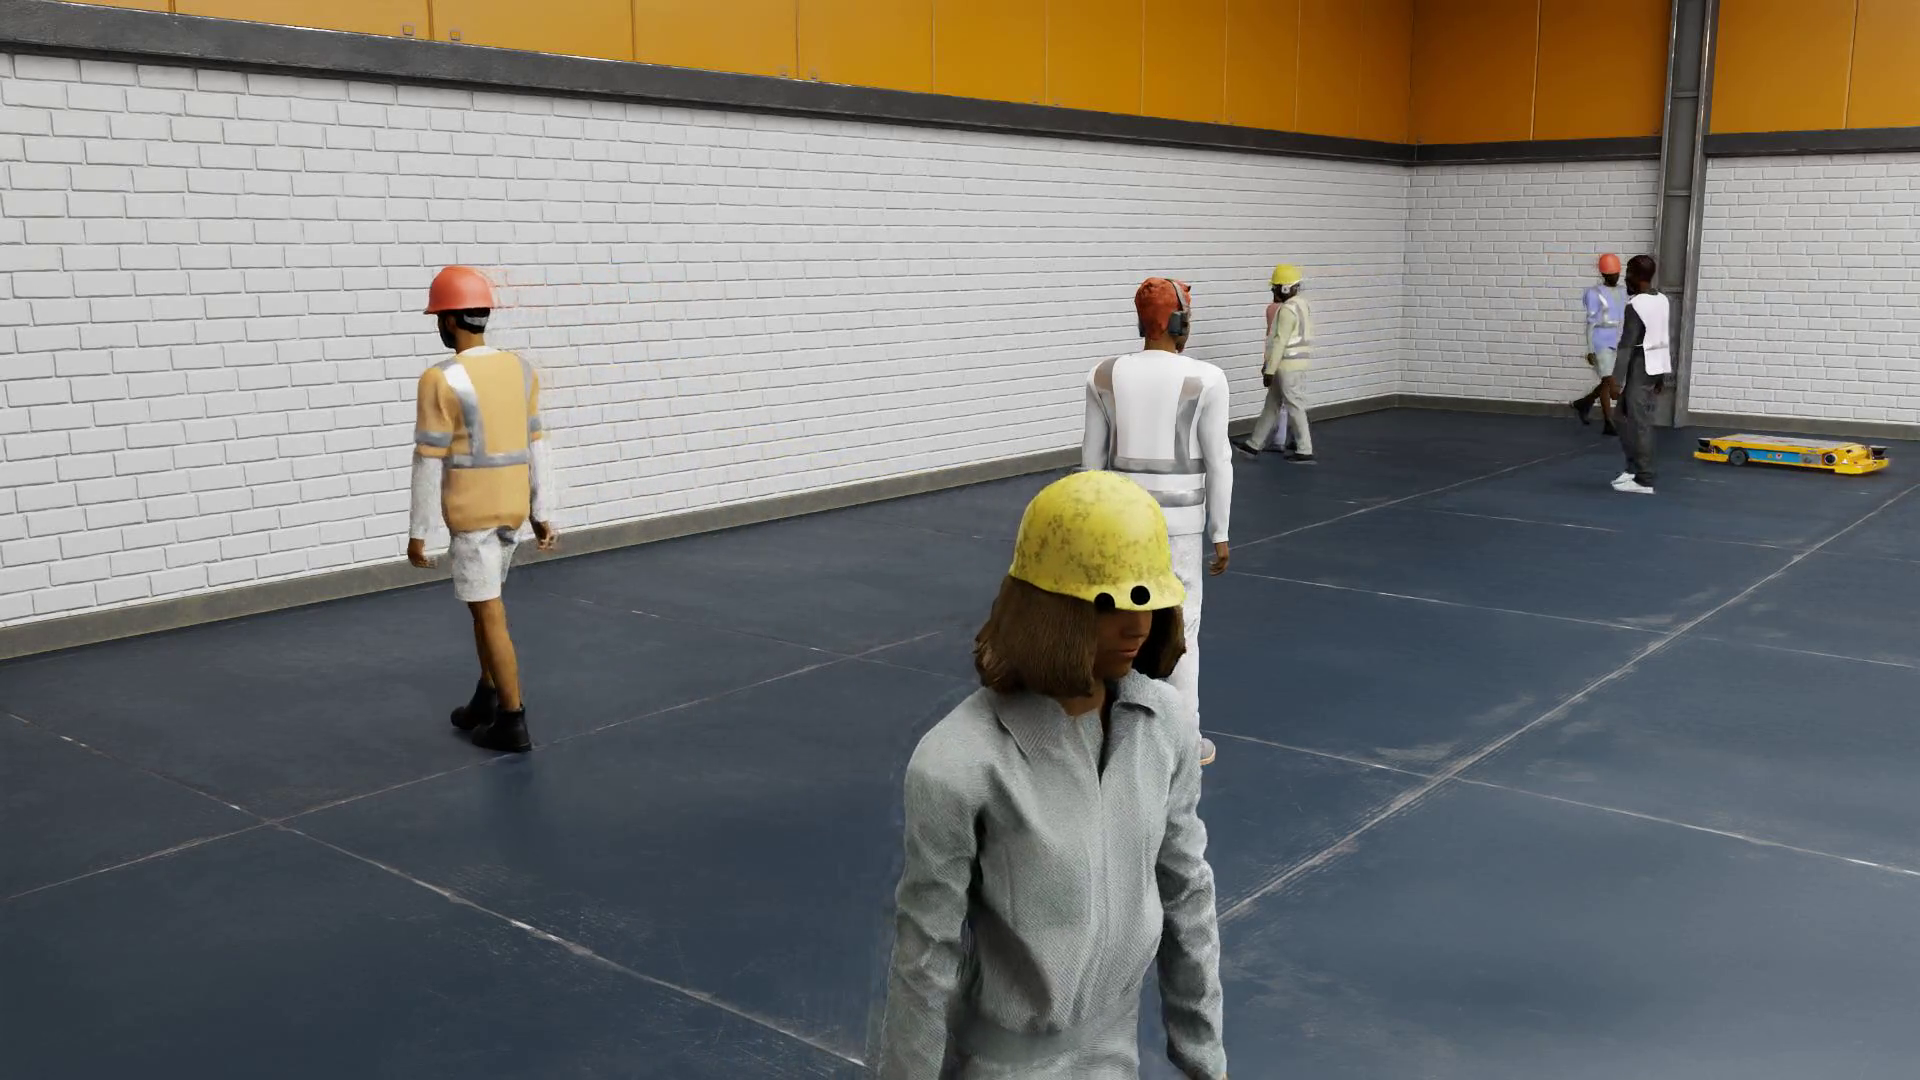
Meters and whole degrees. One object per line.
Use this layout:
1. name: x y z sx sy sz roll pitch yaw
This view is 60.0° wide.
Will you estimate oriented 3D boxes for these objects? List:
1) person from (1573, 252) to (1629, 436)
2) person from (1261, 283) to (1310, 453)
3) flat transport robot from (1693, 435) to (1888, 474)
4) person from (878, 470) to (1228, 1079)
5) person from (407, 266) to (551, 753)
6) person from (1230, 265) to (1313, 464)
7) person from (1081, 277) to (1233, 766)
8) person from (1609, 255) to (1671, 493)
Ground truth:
1. person: 6.682 -2.045 17.359 0.550 1.902 0.680 -5 11 -24
2. person: 3.105 -1.716 15.900 0.523 1.769 0.320 -6 12 -30
3. flat transport robot: 7.422 -0.784 14.881 0.652 0.197 1.431 -10 14 -43
4. person: 0.132 0.750 2.354 0.499 1.726 0.478 -9 14 -42
5. person: -1.970 -0.115 6.603 0.681 1.915 0.580 6 12 29
6. person: 2.854 -1.584 15.087 0.819 1.788 0.606 4 11 19
7. person: 0.751 -0.053 6.358 0.585 1.881 0.337 5 11 25
8. person: 5.403 -1.328 13.362 0.554 1.899 0.630 9 14 41
